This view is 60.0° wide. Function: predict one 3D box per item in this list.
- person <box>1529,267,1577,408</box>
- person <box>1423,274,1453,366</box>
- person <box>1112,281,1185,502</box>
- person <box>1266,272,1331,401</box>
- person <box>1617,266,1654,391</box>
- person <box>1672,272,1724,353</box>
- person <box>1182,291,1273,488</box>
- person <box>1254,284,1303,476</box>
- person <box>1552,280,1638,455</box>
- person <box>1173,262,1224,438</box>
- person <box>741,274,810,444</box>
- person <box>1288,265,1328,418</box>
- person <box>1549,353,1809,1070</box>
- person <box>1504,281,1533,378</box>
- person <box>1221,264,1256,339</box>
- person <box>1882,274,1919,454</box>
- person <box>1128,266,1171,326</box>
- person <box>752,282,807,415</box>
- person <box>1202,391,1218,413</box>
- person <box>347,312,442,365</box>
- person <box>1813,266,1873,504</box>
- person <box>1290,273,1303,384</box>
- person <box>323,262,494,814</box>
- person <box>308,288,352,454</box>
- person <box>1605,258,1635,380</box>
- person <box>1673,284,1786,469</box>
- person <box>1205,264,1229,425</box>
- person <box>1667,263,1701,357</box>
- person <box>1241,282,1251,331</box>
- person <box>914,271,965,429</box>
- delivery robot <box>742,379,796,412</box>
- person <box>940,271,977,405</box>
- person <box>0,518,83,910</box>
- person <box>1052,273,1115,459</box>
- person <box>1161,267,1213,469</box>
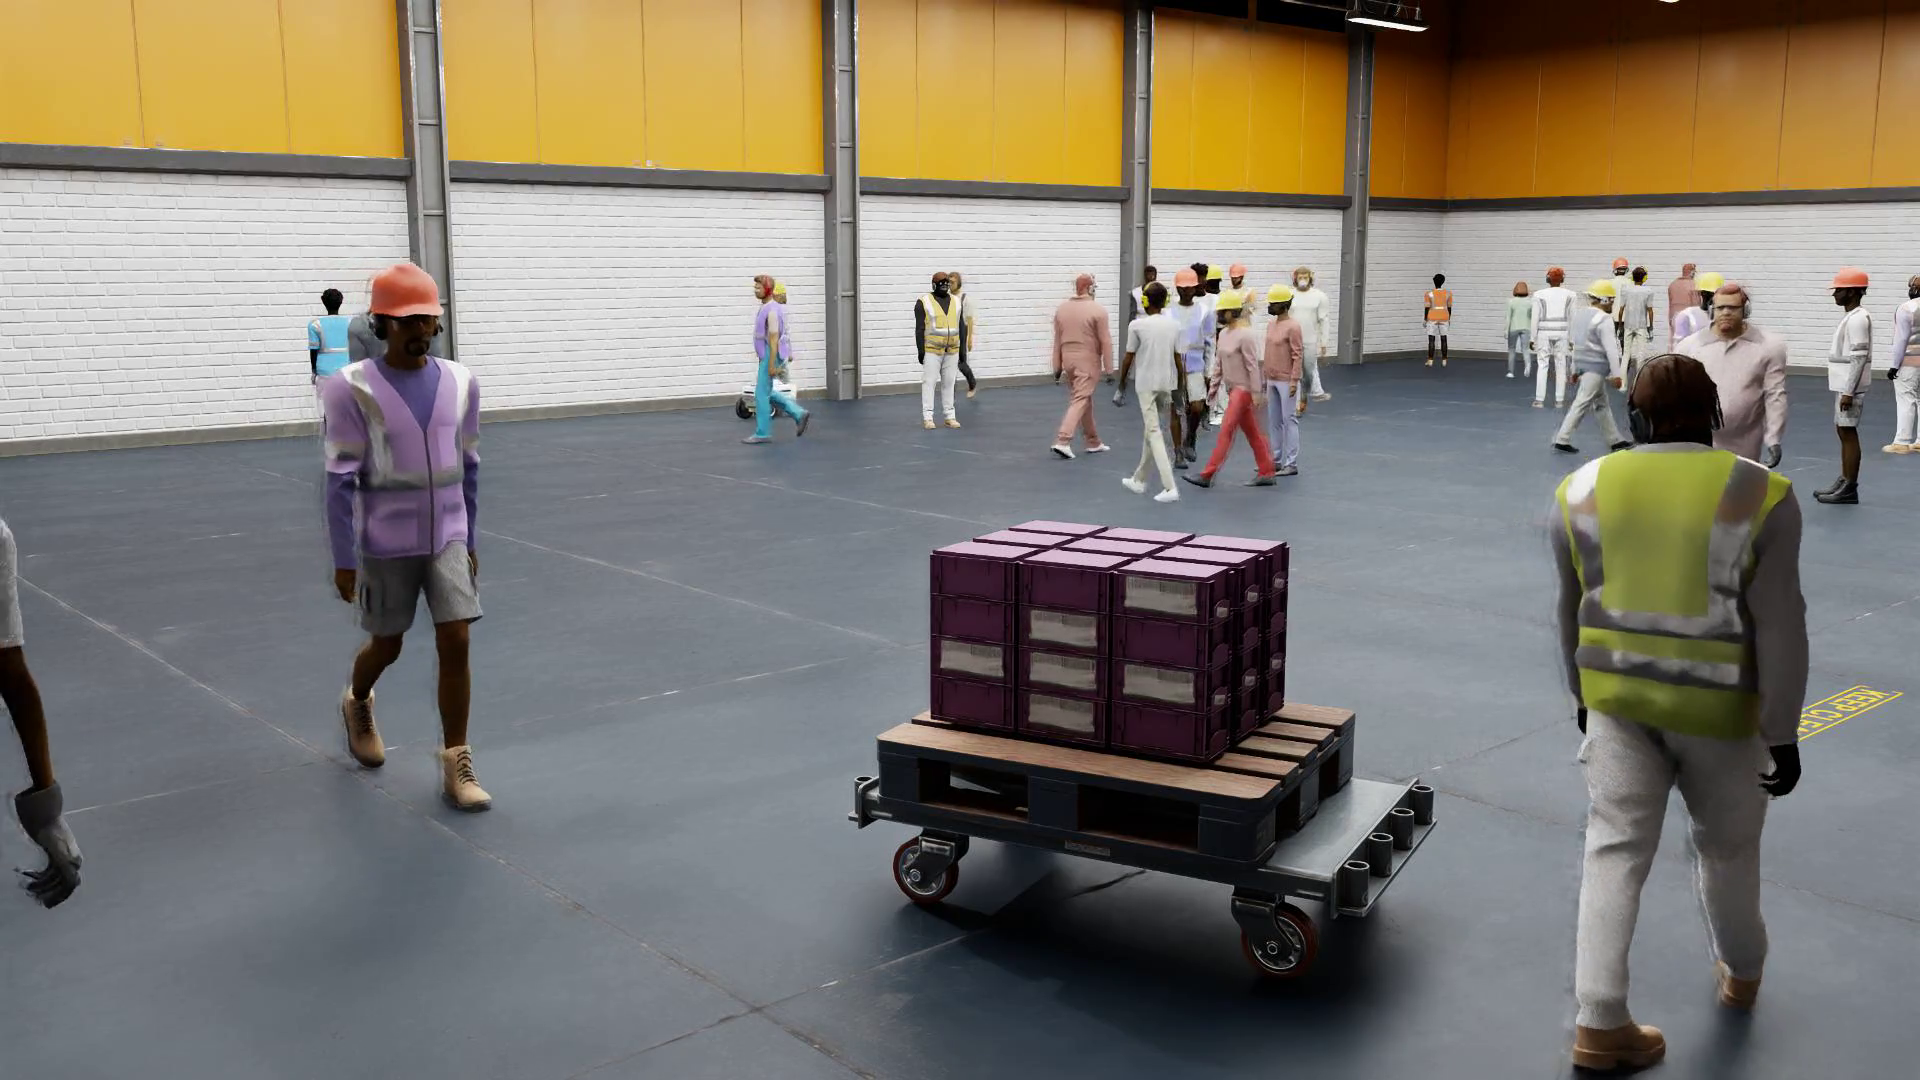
[{"bbox_3d":[7.921,-2.698,22.230,0.597,1.888,0.371,2,10,10],"label":"person"},{"bbox_3d":[8.774,-4.033,30.554,0.530,1.697,0.321,0,10,0],"label":"person"},{"bbox_3d":[1.600,-1.245,13.898,0.500,1.820,0.968,-5,11,-28],"label":"person"},{"bbox_3d":[4.706,-2.816,23.068,1.006,1.840,0.592,-5,11,-26],"label":"person"},{"bbox_3d":[10.093,-3.145,24.838,0.532,1.876,0.319,7,12,35],"label":"person"},{"bbox_3d":[7.011,-1.599,15.783,0.606,1.884,0.984,-1,10,-5],"label":"person"},{"bbox_3d":[2.355,-1.290,14.435,0.925,1.710,0.523,-3,10,-14],"label":"person"},{"bbox_3d":[2.953,-1.472,15.371,0.326,1.765,0.529,-4,10,-21],"label":"person"},{"bbox_3d":[6.501,-1.749,16.938,0.948,1.781,0.620,-1,10,-4],"label":"person"},{"bbox_3d":[2.647,-2.106,18.527,0.603,1.953,0.410,0,10,-1],"label":"person"},{"bbox_3d":[-2.016,-1.952,17.977,0.696,1.827,0.579,-2,10,-11],"label":"person"},{"bbox_3d":[4.347,-2.532,21.153,0.635,1.915,0.855,2,10,9],"label":"person"},{"bbox_3d":[1.842,0.419,4.275,0.666,1.778,0.936,9,13,41],"label":"person"},{"bbox_3d":[9.283,-3.471,27.534,0.508,1.613,0.680,1,10,4],"label":"person"},{"bbox_3d":[3.975,-3.058,24.252,0.572,1.904,0.835,8,12,38],"label":"person"},{"bbox_3d":[9.793,-1.802,17.073,0.630,1.842,0.429,-3,10,-16],"label":"person"},{"bbox_3d":[2.755,-3.038,24.230,0.609,1.859,1.009,1,10,7],"label":"person"},{"bbox_3d":[-2.347,-2.410,21.040,0.883,1.701,0.496,-6,12,-33],"label":"person"},{"bbox_3d":[3.160,-2.436,21.375,0.310,1.640,0.514,8,13,40],"label":"person"},{"bbox_3d":[-4.006,-0.955,11.864,0.657,1.925,0.442,-4,10,-20],"label":"person"},{"bbox_3d":[7.242,-1.260,13.620,0.379,1.937,0.548,4,11,24],"label":"person"},{"bbox_3d":[5.381,-3.356,26.248,0.414,1.818,0.595,1,10,6],"label":"person"},{"bbox_3d":[-2.099,-0.030,6.237,0.618,2.013,0.934,-9,13,-43],"label":"person"},{"bbox_3d":[-6.341,-1.706,16.931,0.540,1.696,0.317,-5,11,-27],"label":"person"},{"bbox_3d":[10.807,-3.630,27.325,0.618,1.993,0.396,-1,10,-5],"label":"person"},{"bbox_3d":[4.632,-0.614,10.081,0.640,1.855,0.999,4,10,22],"label":"person"},{"bbox_3d":[3.046,-2.340,19.979,0.381,1.923,0.591,-5,11,-27],"label":"person"},{"bbox_3d":[12.360,-3.754,28.350,0.402,1.900,0.643,-5,11,-25],"label":"person"},{"bbox_3d":[4.265,-3.143,25.610,0.520,1.634,0.342,3,10,20],"label":"person"},{"bbox_3d":[-0.222,-2.226,19.554,0.625,1.844,0.429,-5,11,-26],"label":"person"},{"bbox_3d":[-2.372,-1.827,20.707,0.477,0.478,0.707,8,12,38],"label":"delivery robot"},{"bbox_3d":[-0.037,-2.760,22.750,0.508,1.827,0.725,5,11,27],"label":"person"},{"bbox_3d":[-2.002,0.570,3.190,0.384,1.845,0.510,7,12,35],"label":"person"},{"bbox_3d":[1.231,-1.758,16.803,0.656,1.858,1.012,9,13,44],"label":"person"},{"bbox_3d":[2.133,-1.635,15.862,0.553,1.922,0.440,0,10,0],"label":"person"}]
